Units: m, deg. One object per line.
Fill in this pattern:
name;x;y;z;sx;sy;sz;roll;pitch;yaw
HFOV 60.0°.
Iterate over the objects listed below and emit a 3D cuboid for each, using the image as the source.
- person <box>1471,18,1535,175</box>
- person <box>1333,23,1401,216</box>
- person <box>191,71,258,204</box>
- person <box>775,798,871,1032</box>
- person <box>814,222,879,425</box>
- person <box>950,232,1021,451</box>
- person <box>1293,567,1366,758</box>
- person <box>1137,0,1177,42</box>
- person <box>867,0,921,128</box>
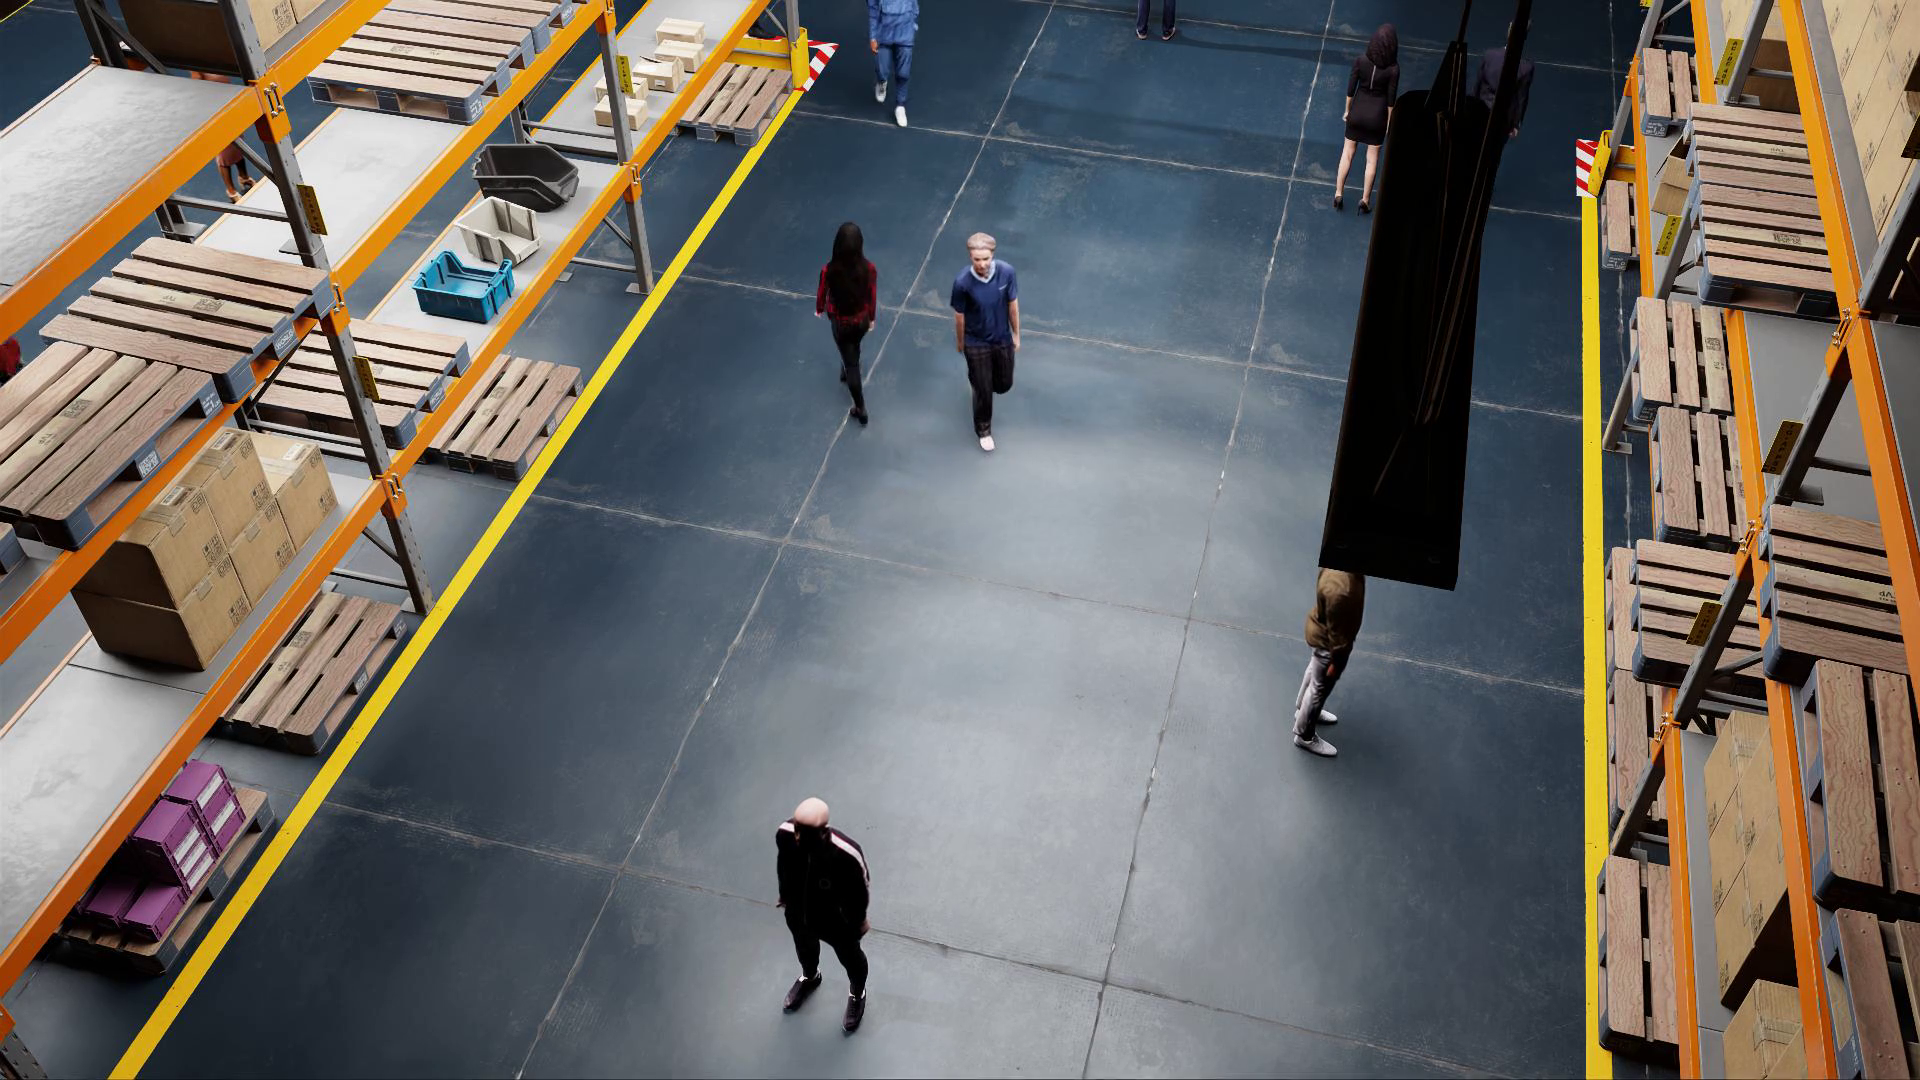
person;4.776;-3.819;14.954;0.852;1.802;1.046;23;48;22
person;3.639;-3.746;14.876;0.639;1.804;0.554;20;47;20
person;-6.698;-3.891;15.010;0.646;1.830;0.479;7;44;7
person;-0.722;1.962;8.862;0.718;1.836;0.619;17;46;17
person;-0.802;-1.602;12.759;0.957;1.621;1.074;-18;47;-18
person;0.171;-1.560;12.550;0.924;1.847;1.027;-12;45;-12
person;2.303;0.595;10.304;0.788;1.825;0.515;8;44;9
person;2.089;-6.123;17.336;0.695;1.853;0.603;6;44;7
person;-0.667;-4.946;16.143;0.870;1.794;0.974;-8;44;-9
